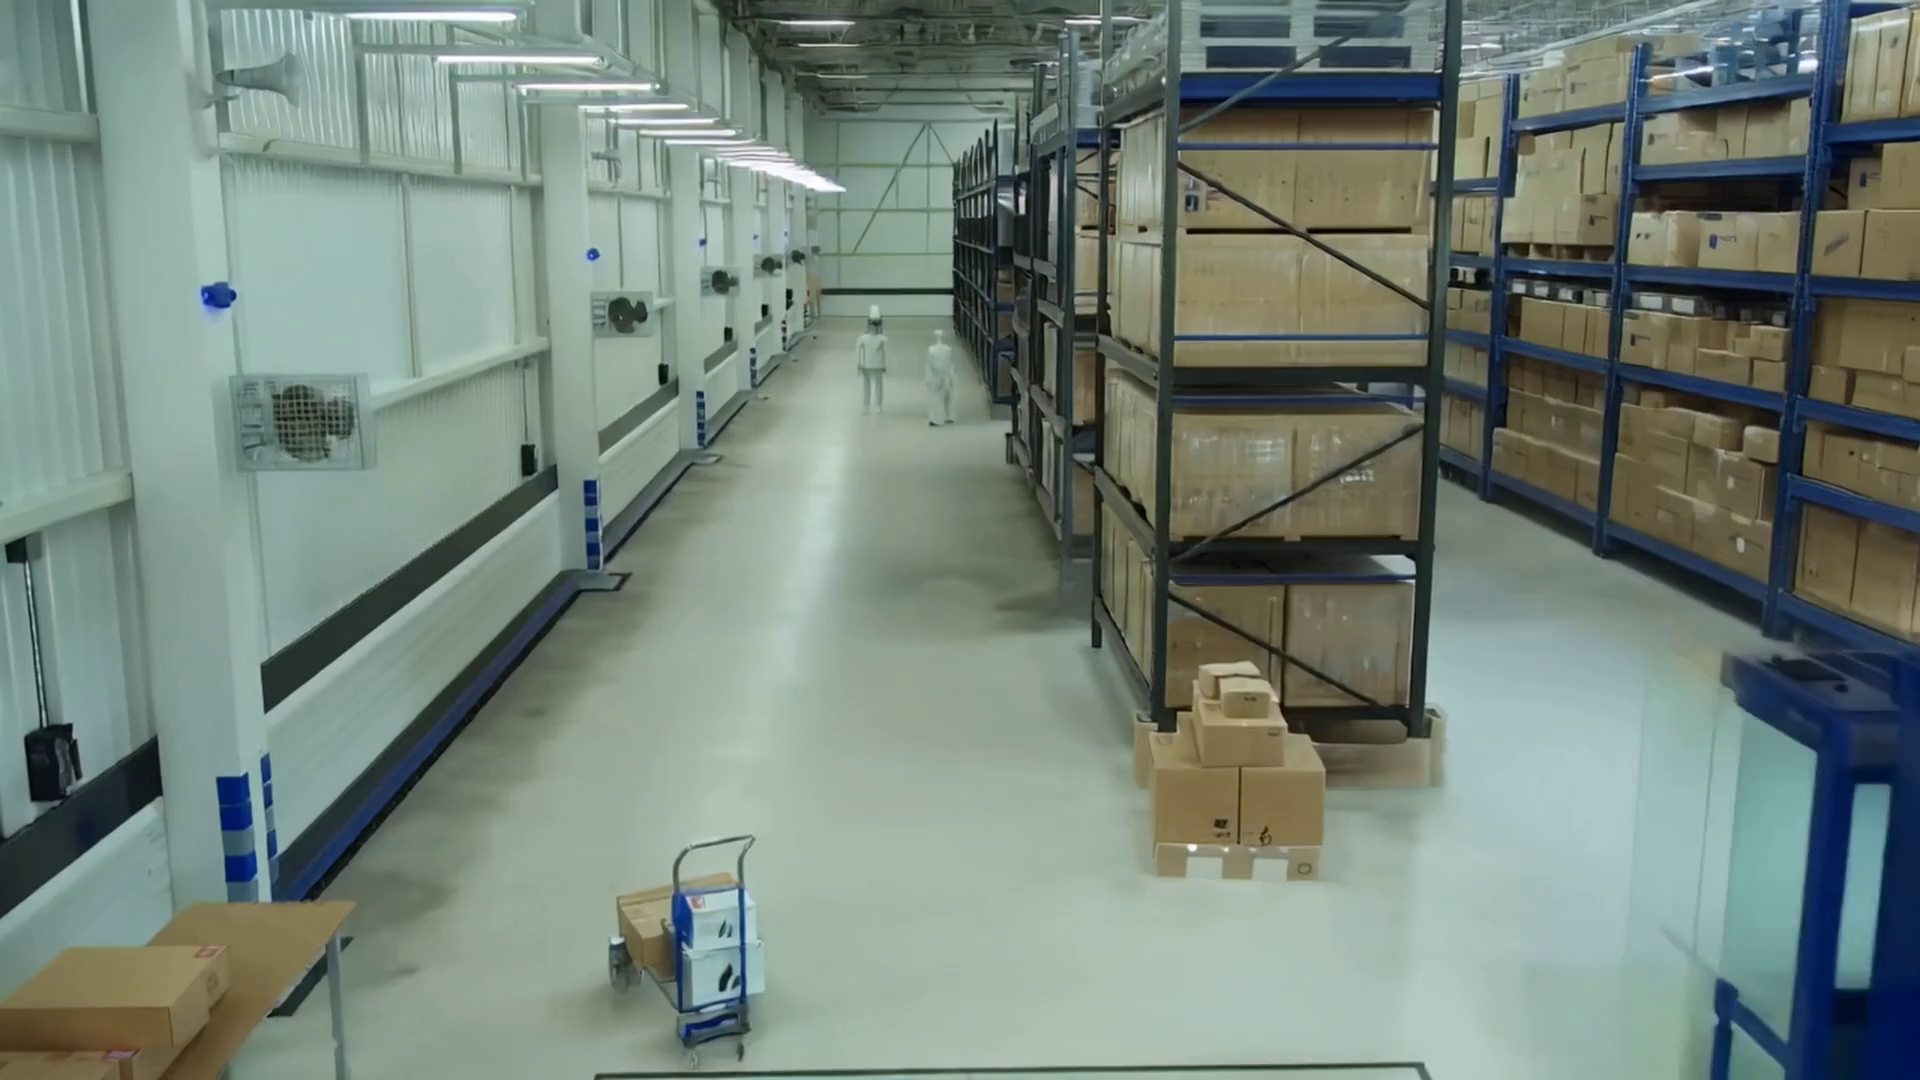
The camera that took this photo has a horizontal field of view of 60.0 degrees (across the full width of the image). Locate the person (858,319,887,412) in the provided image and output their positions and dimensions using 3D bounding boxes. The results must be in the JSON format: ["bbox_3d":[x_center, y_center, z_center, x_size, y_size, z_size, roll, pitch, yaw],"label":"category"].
[{"bbox_3d":[-1.870,-3.721,35.548,0.614,1.988,0.403,1,11,3],"label":"person"}]

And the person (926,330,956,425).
[{"bbox_3d":[-0.398,-3.248,33.295,0.652,1.904,0.402,-5,12,-25],"label":"person"}]

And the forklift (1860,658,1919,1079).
[{"bbox_3d":[3.150,1.724,4.881,1.129,2.768,1.873,0,11,-2],"label":"forklift"}]

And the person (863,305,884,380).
[{"bbox_3d":[-2.216,-5.076,42.803,0.589,1.910,0.394,-6,12,-28],"label":"person"}]
